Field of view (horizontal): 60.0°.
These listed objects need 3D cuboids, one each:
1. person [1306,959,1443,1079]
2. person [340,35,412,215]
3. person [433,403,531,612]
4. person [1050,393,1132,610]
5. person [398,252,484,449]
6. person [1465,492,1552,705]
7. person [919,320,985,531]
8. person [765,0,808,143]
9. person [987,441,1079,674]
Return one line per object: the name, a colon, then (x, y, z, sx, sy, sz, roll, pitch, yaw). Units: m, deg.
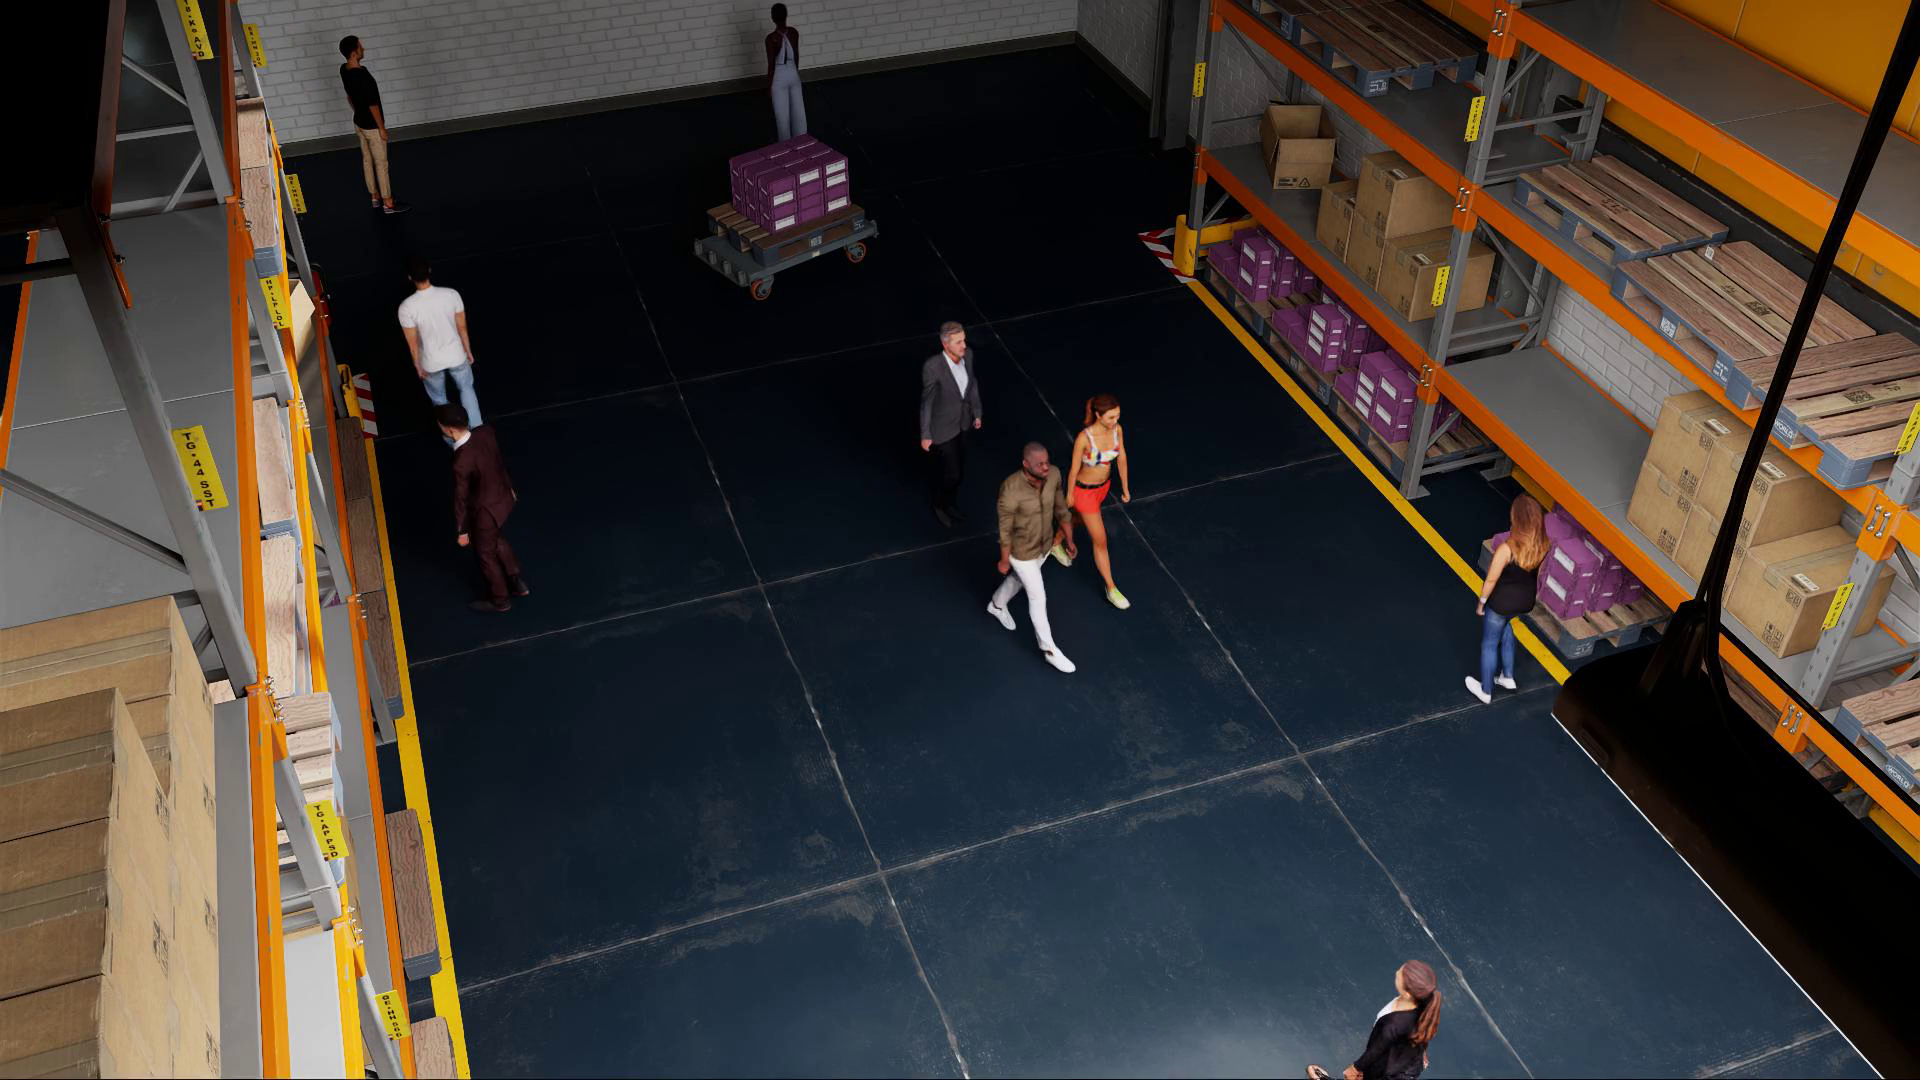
person: (2.290, 2.738, 8.514, 0.831, 1.519, 1.098, -31, 48, -32)
person: (-6.045, -4.252, 16.995, 0.623, 1.858, 0.776, 31, 48, 33)
person: (-3.395, -0.248, 11.984, 0.930, 1.855, 0.823, 5, 39, 6)
person: (0.908, -0.387, 12.259, 0.851, 1.729, 1.234, -24, 45, -27)
person: (-4.178, -1.457, 13.505, 0.757, 1.847, 0.911, -20, 43, -23)
person: (3.754, 0.456, 11.220, 0.578, 1.709, 0.616, -14, 41, -17)
person: (-0.137, -0.923, 12.853, 0.856, 1.826, 0.857, 27, 46, 30)
person: (-1.871, -4.885, 17.847, 0.635, 1.786, 0.606, -30, 48, -32)
person: (0.436, 0.013, 11.707, 1.056, 1.794, 1.280, -32, 48, -33)
